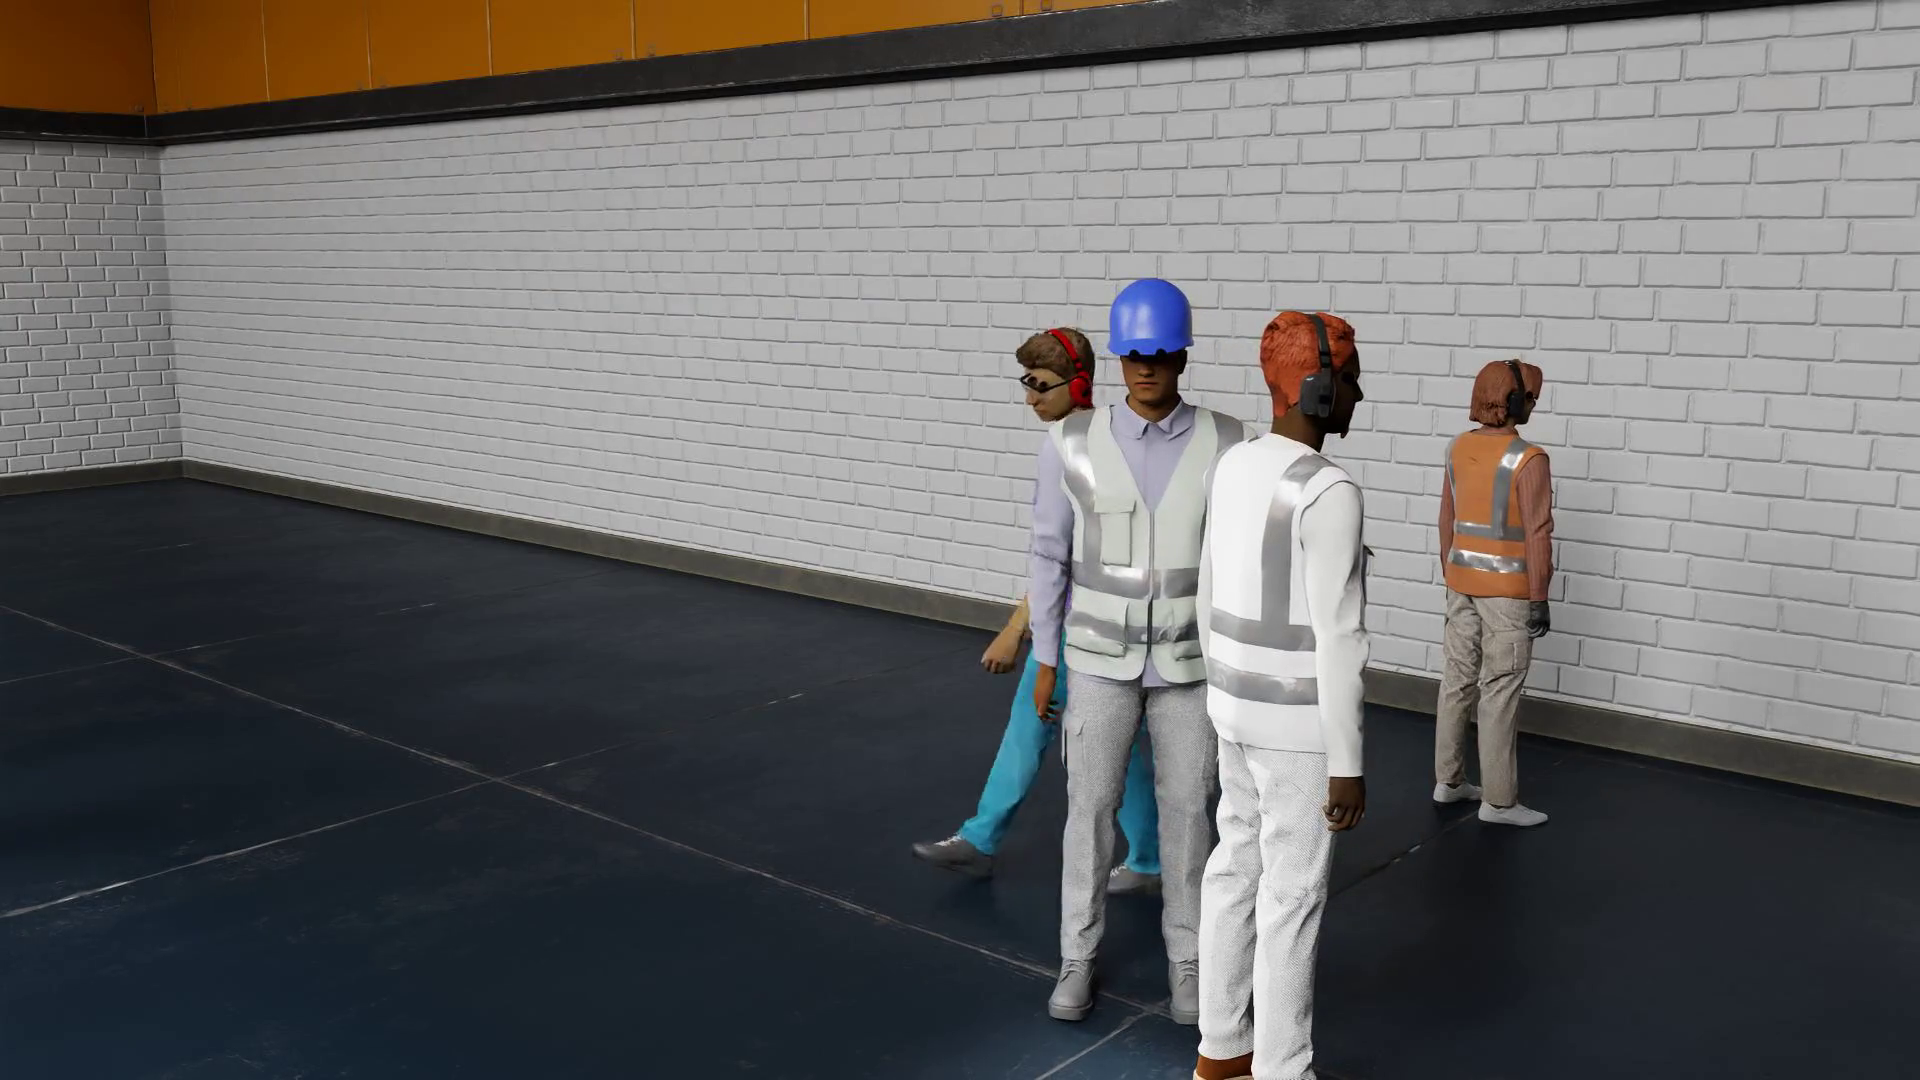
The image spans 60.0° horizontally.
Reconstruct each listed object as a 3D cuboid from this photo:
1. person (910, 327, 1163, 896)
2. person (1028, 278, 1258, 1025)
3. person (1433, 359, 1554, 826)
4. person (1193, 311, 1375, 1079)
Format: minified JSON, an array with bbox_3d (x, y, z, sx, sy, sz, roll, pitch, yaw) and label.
[{"bbox_3d":[0.292,0.253,5.063,0.864,1.787,0.598,-1,10,-5],"label":"person"},{"bbox_3d":[0.482,0.304,4.316,0.615,1.945,0.404,1,10,5],"label":"person"},{"bbox_3d":[1.880,0.186,5.865,0.305,1.640,0.522,-4,11,-22],"label":"person"},{"bbox_3d":[0.740,0.426,3.802,0.337,1.881,0.584,-4,11,-19],"label":"person"}]
